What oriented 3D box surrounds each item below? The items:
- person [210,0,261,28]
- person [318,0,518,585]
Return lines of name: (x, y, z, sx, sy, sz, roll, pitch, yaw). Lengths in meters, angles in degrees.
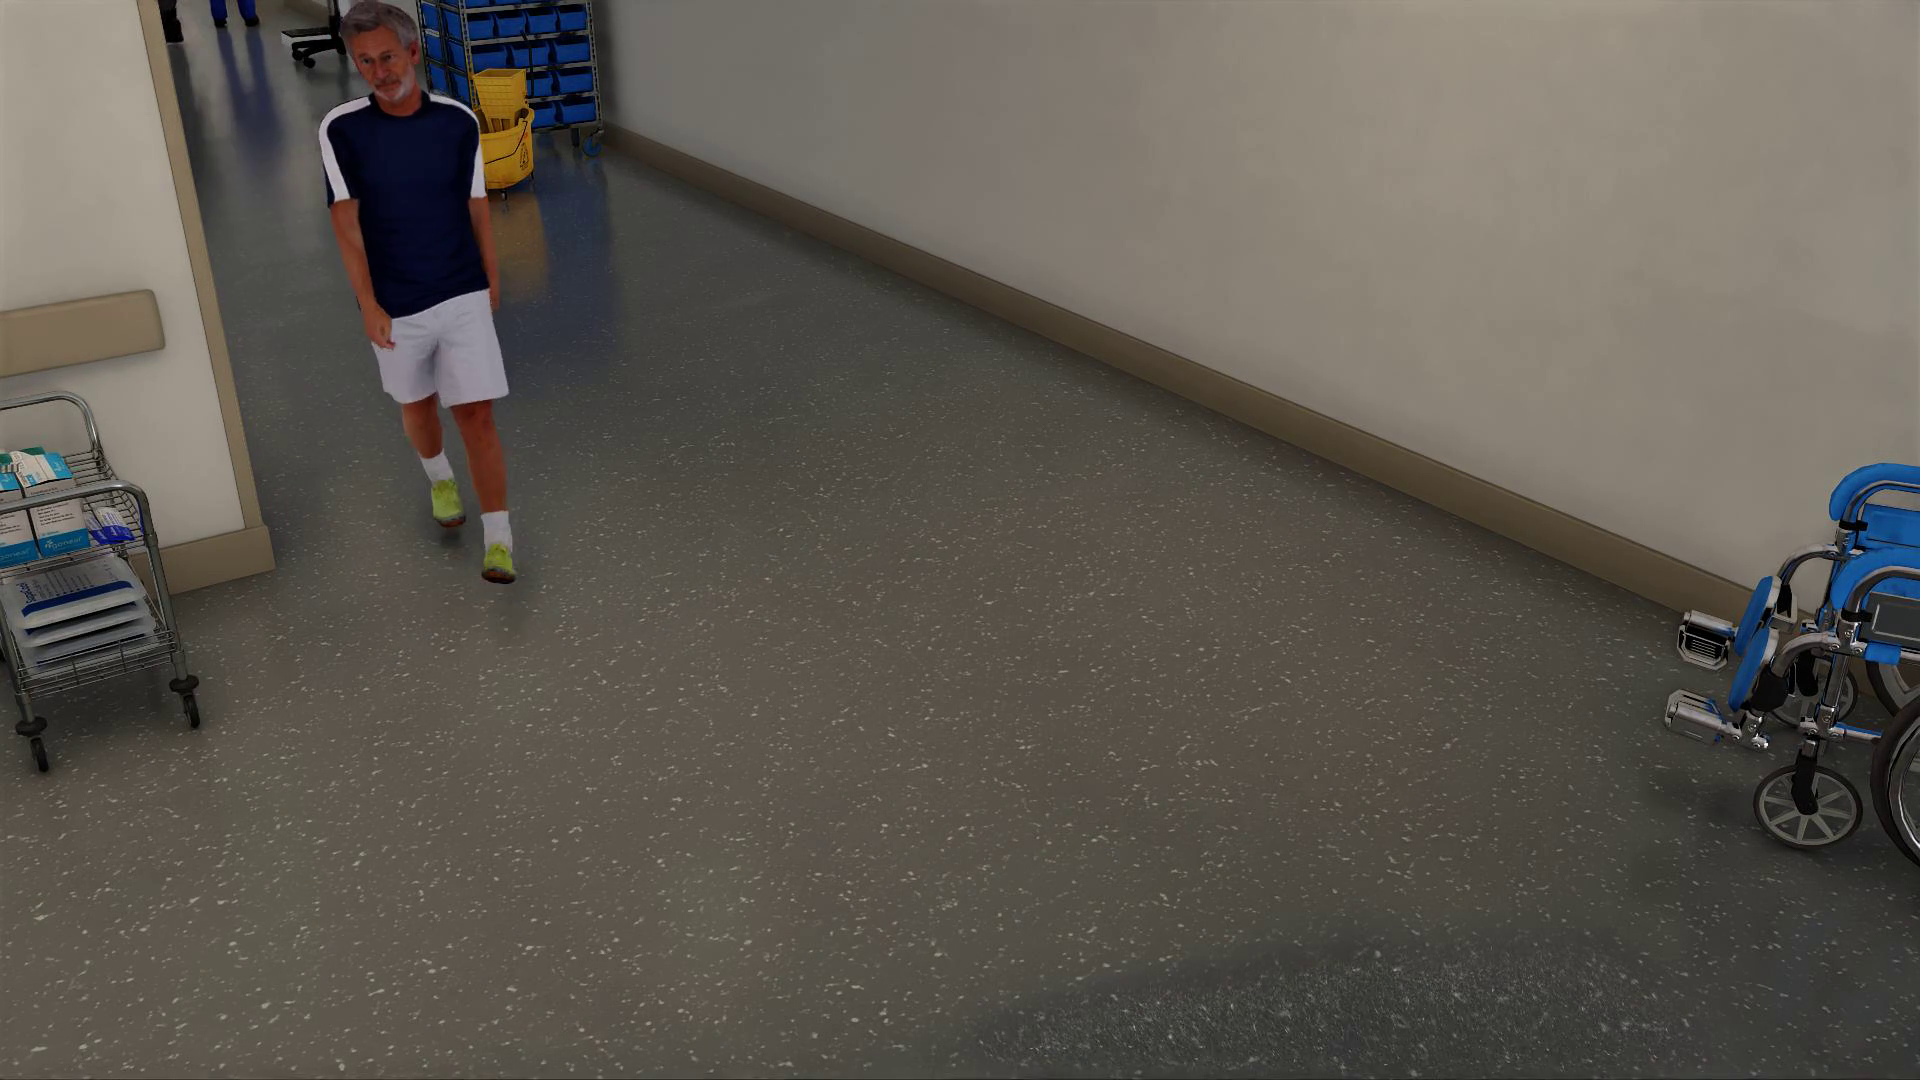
person: (-6.963, -5.793, 15.646, 0.643, 1.826, 0.846, -6, 26, -13)
person: (-1.723, -0.769, 5.290, 1.204, 1.773, 0.918, -10, 28, -20)
